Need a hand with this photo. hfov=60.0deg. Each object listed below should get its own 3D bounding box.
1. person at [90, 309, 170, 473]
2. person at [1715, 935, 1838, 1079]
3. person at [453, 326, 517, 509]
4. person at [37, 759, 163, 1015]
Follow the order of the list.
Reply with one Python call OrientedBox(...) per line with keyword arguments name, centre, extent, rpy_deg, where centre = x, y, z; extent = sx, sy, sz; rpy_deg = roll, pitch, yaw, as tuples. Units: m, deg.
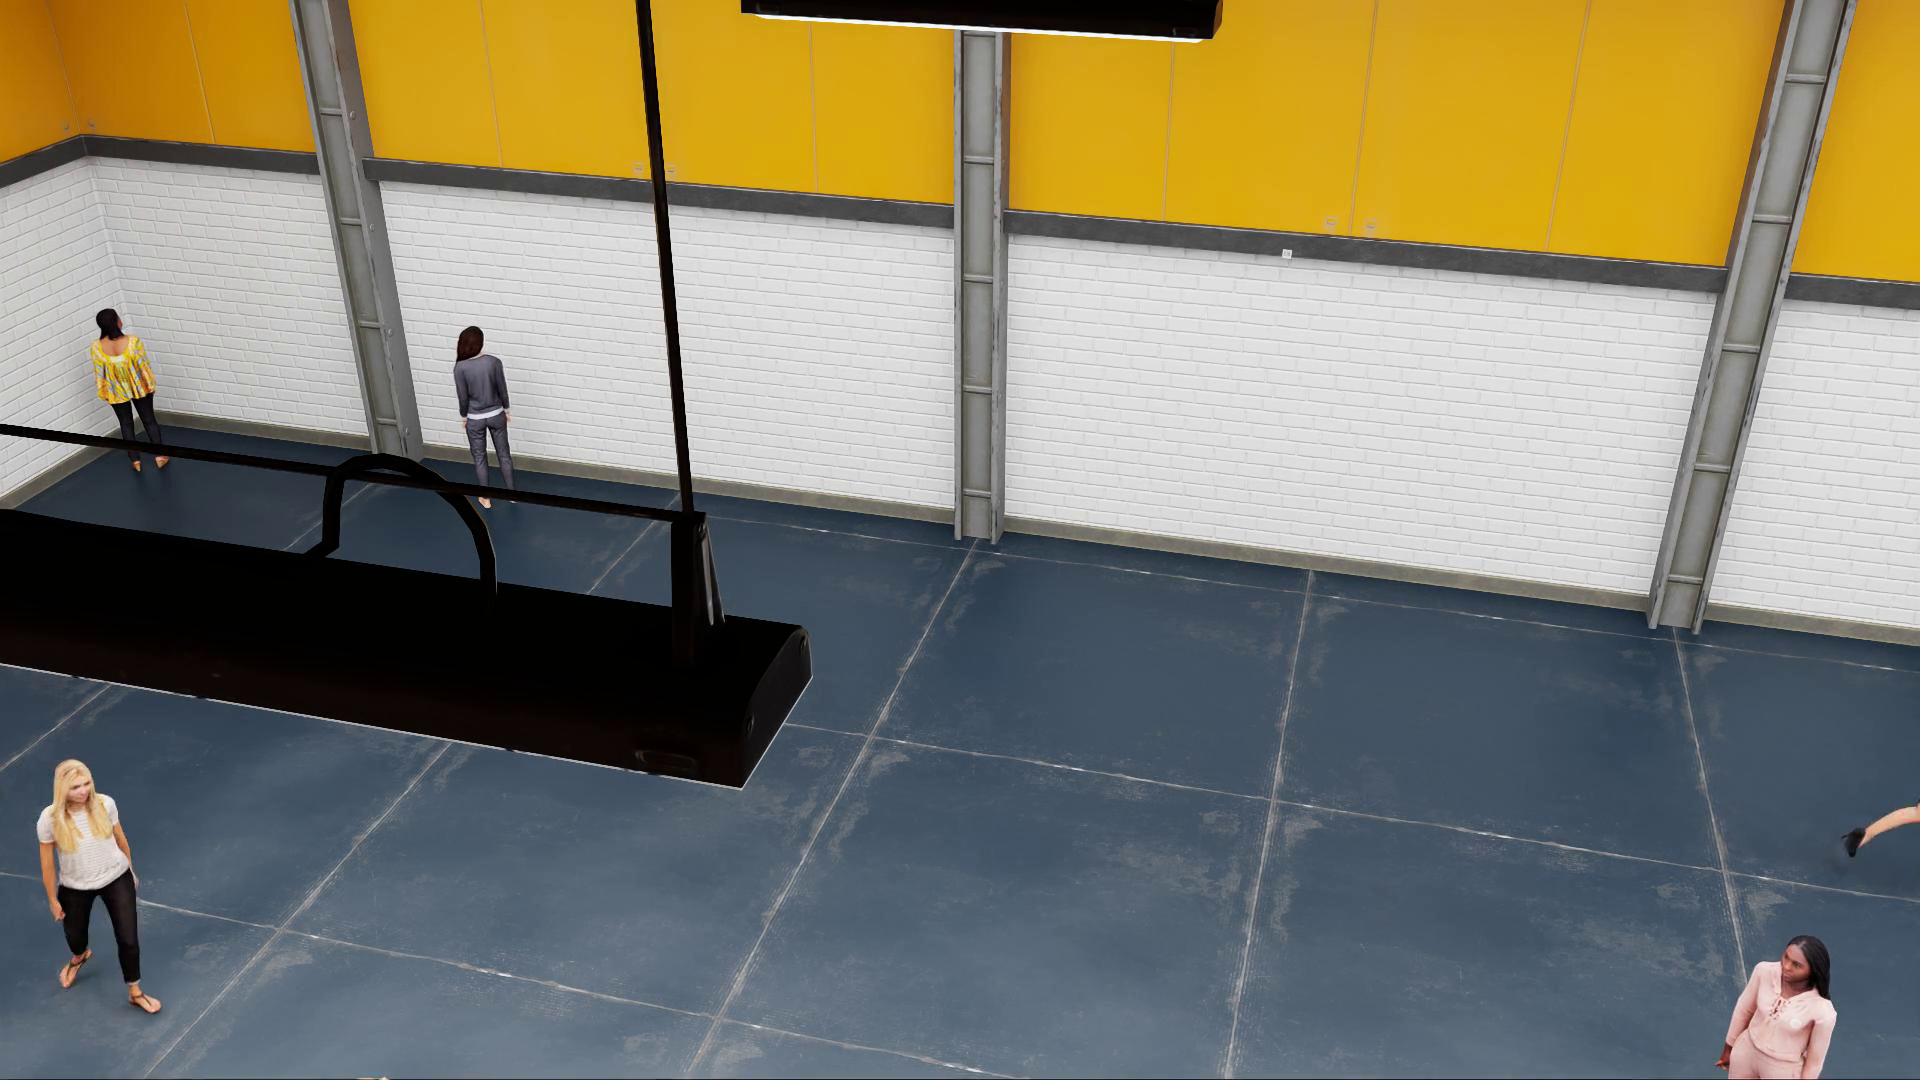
OrientedBox(name="person", centre=(-8.074, -1.451, 16.145), extent=(0.871, 1.650, 0.938), rpy_deg=(-10, 30, -18))
OrientedBox(name="person", centre=(4.122, 2.695, 8.471), extent=(0.754, 1.721, 0.691), rpy_deg=(-16, 32, -26))
OrientedBox(name="person", centre=(-4.419, -1.152, 15.474), extent=(0.664, 1.768, 0.744), rpy_deg=(-13, 31, -22))
OrientedBox(name="person", centre=(-5.062, 1.994, 9.678), extent=(0.971, 1.796, 1.067), rpy_deg=(-18, 33, -29))
